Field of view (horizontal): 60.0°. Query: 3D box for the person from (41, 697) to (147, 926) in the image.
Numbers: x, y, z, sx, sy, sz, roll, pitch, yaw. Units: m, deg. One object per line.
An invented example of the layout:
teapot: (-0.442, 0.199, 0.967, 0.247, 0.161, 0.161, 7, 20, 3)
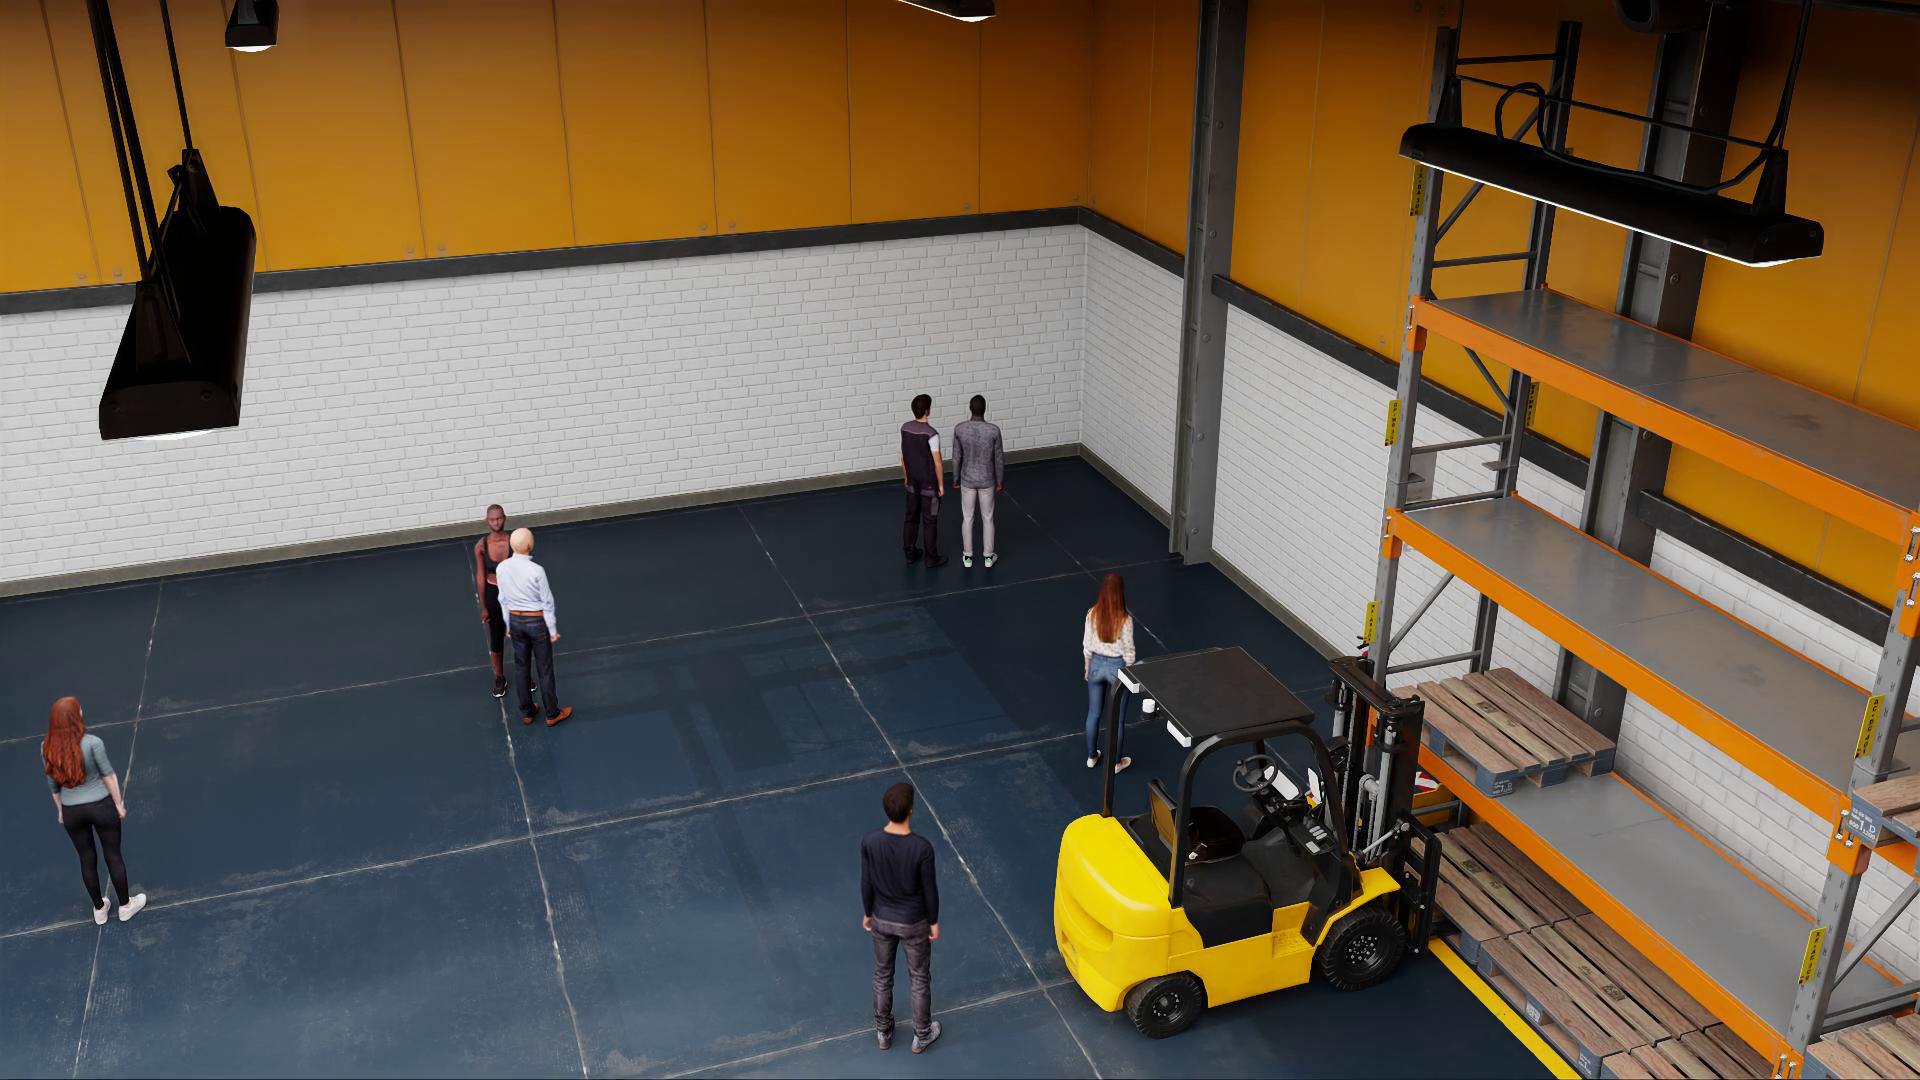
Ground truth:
person: (-6.035, 1.873, 11.525, 0.636, 1.742, 0.597, -3, 24, -7)

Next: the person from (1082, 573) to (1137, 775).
person: (1.197, 1.060, 13.404, 0.642, 1.728, 0.703, 11, 26, 23)

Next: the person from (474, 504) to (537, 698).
person: (-4.006, 0.508, 14.630, 0.570, 1.758, 0.514, -9, 25, -19)

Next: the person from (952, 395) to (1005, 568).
person: (0.178, -0.610, 17.088, 0.762, 1.837, 0.724, 2, 24, 5)

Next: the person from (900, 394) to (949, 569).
person: (-0.387, -0.610, 17.075, 0.704, 1.849, 0.800, 15, 28, 31)

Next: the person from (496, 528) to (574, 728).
person: (-3.633, 0.736, 14.066, 0.733, 1.791, 0.754, 6, 24, 13)

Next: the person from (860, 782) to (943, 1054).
person: (-0.371, 2.343, 10.294, 0.721, 1.868, 0.728, 5, 24, 12)
